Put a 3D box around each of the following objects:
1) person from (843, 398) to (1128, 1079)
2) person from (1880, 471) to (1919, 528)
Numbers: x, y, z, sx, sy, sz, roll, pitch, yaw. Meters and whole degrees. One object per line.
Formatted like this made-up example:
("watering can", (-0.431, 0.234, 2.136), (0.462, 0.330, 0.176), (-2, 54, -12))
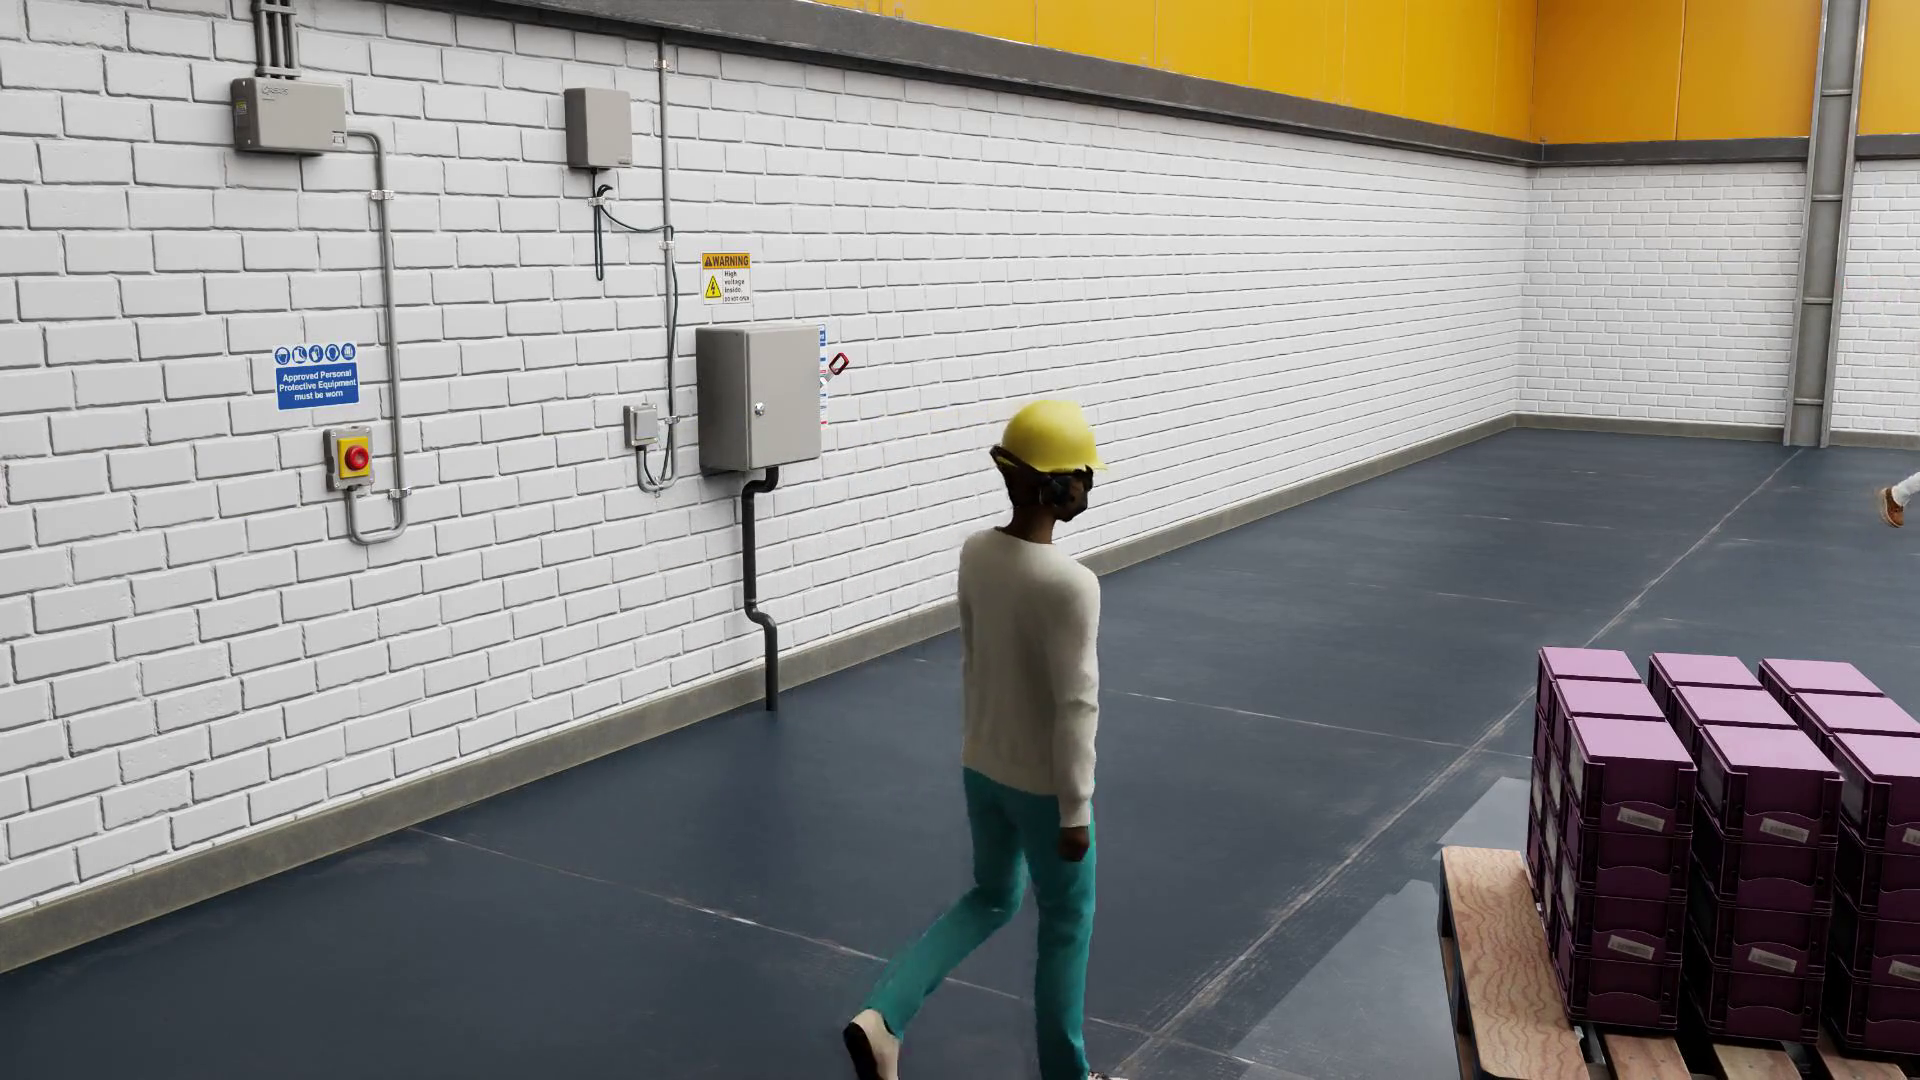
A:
("person", (0.092, 0.545, 3.865), (0.649, 1.754, 0.525), (-6, 12, -31))
("person", (6.947, -0.903, 11.588), (0.583, 1.859, 0.760), (-6, 12, -29))
